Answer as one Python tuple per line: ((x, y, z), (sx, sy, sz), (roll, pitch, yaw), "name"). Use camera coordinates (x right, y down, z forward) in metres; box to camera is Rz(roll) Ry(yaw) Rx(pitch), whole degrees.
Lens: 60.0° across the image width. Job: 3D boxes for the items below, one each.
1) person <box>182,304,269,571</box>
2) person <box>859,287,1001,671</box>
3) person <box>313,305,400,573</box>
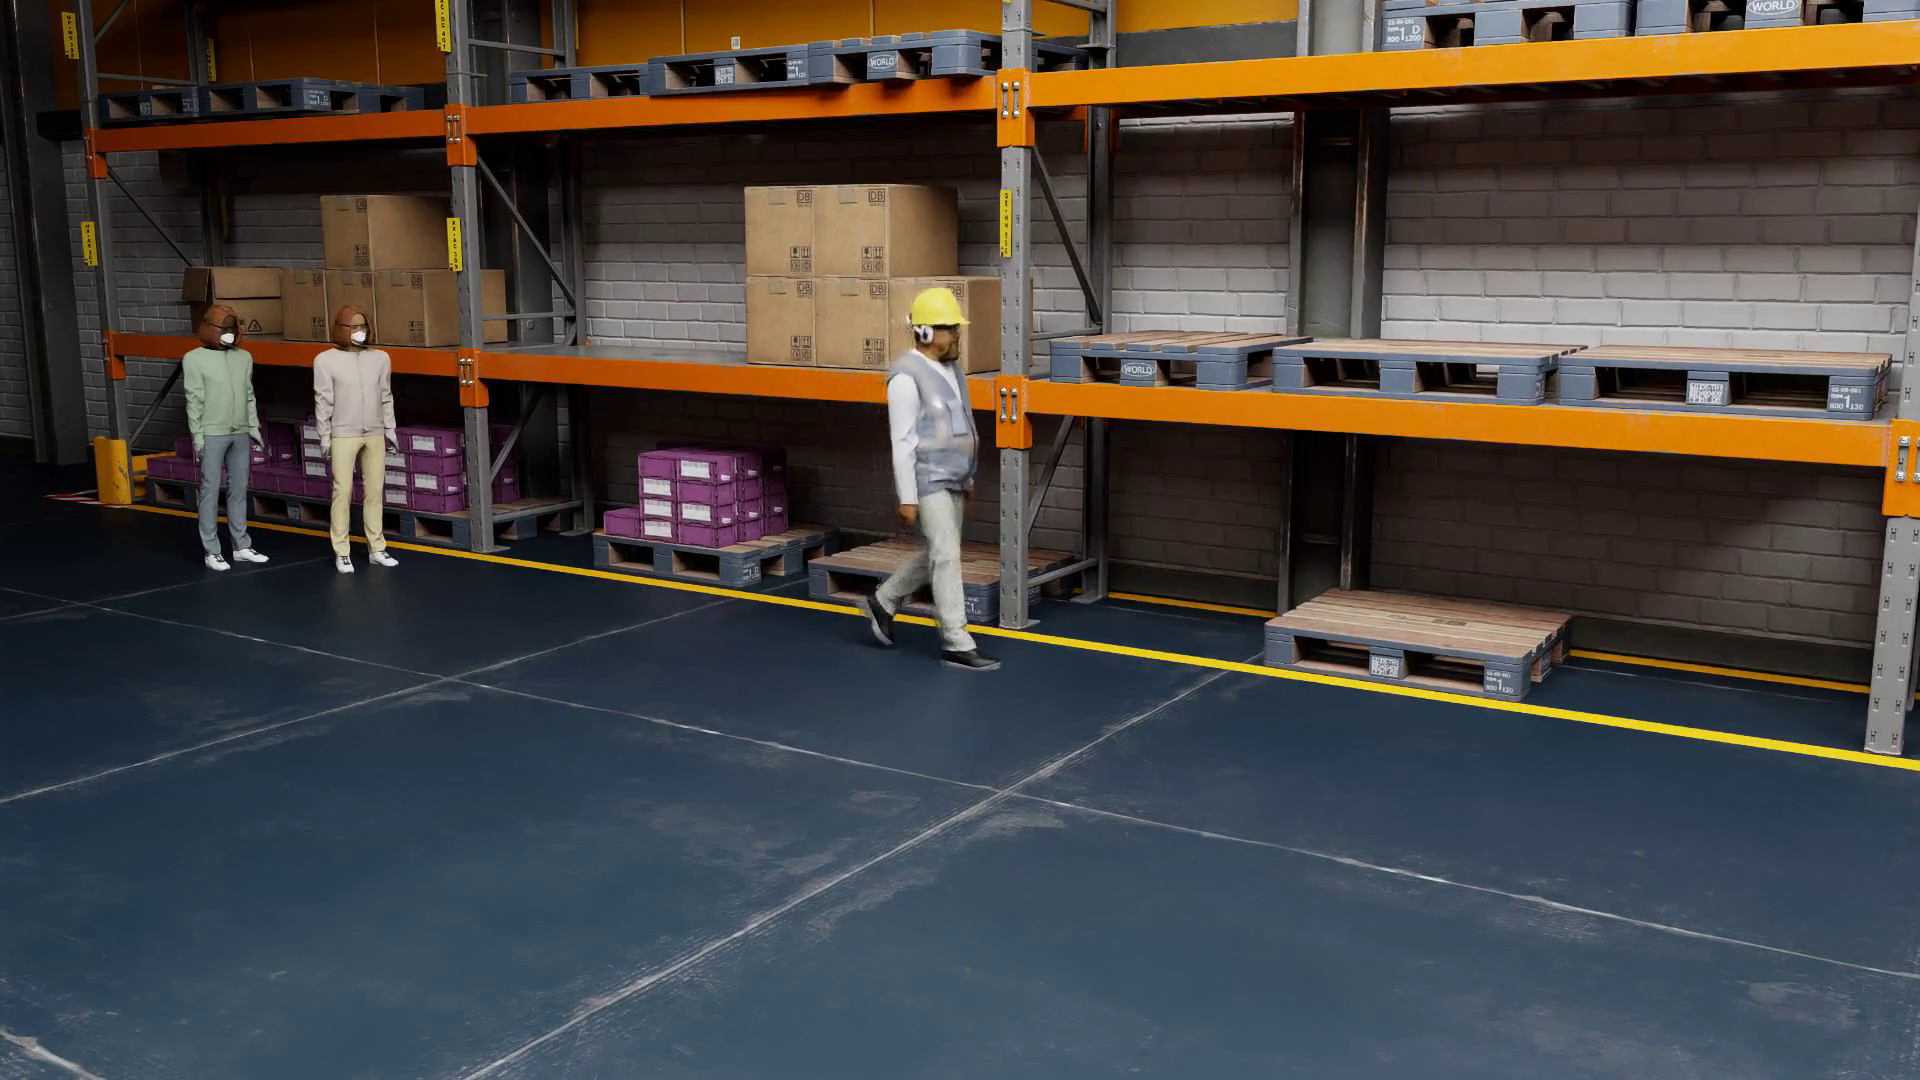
((-4.547, -0.640, 10.304), (0.281, 1.633, 0.498), (5, 11, 26), "person")
((-0.155, -0.298, 7.930), (0.771, 1.811, 0.611), (4, 11, 22), "person")
((-3.691, -0.622, 10.205), (0.265, 1.631, 0.508), (10, 14, 43), "person")
